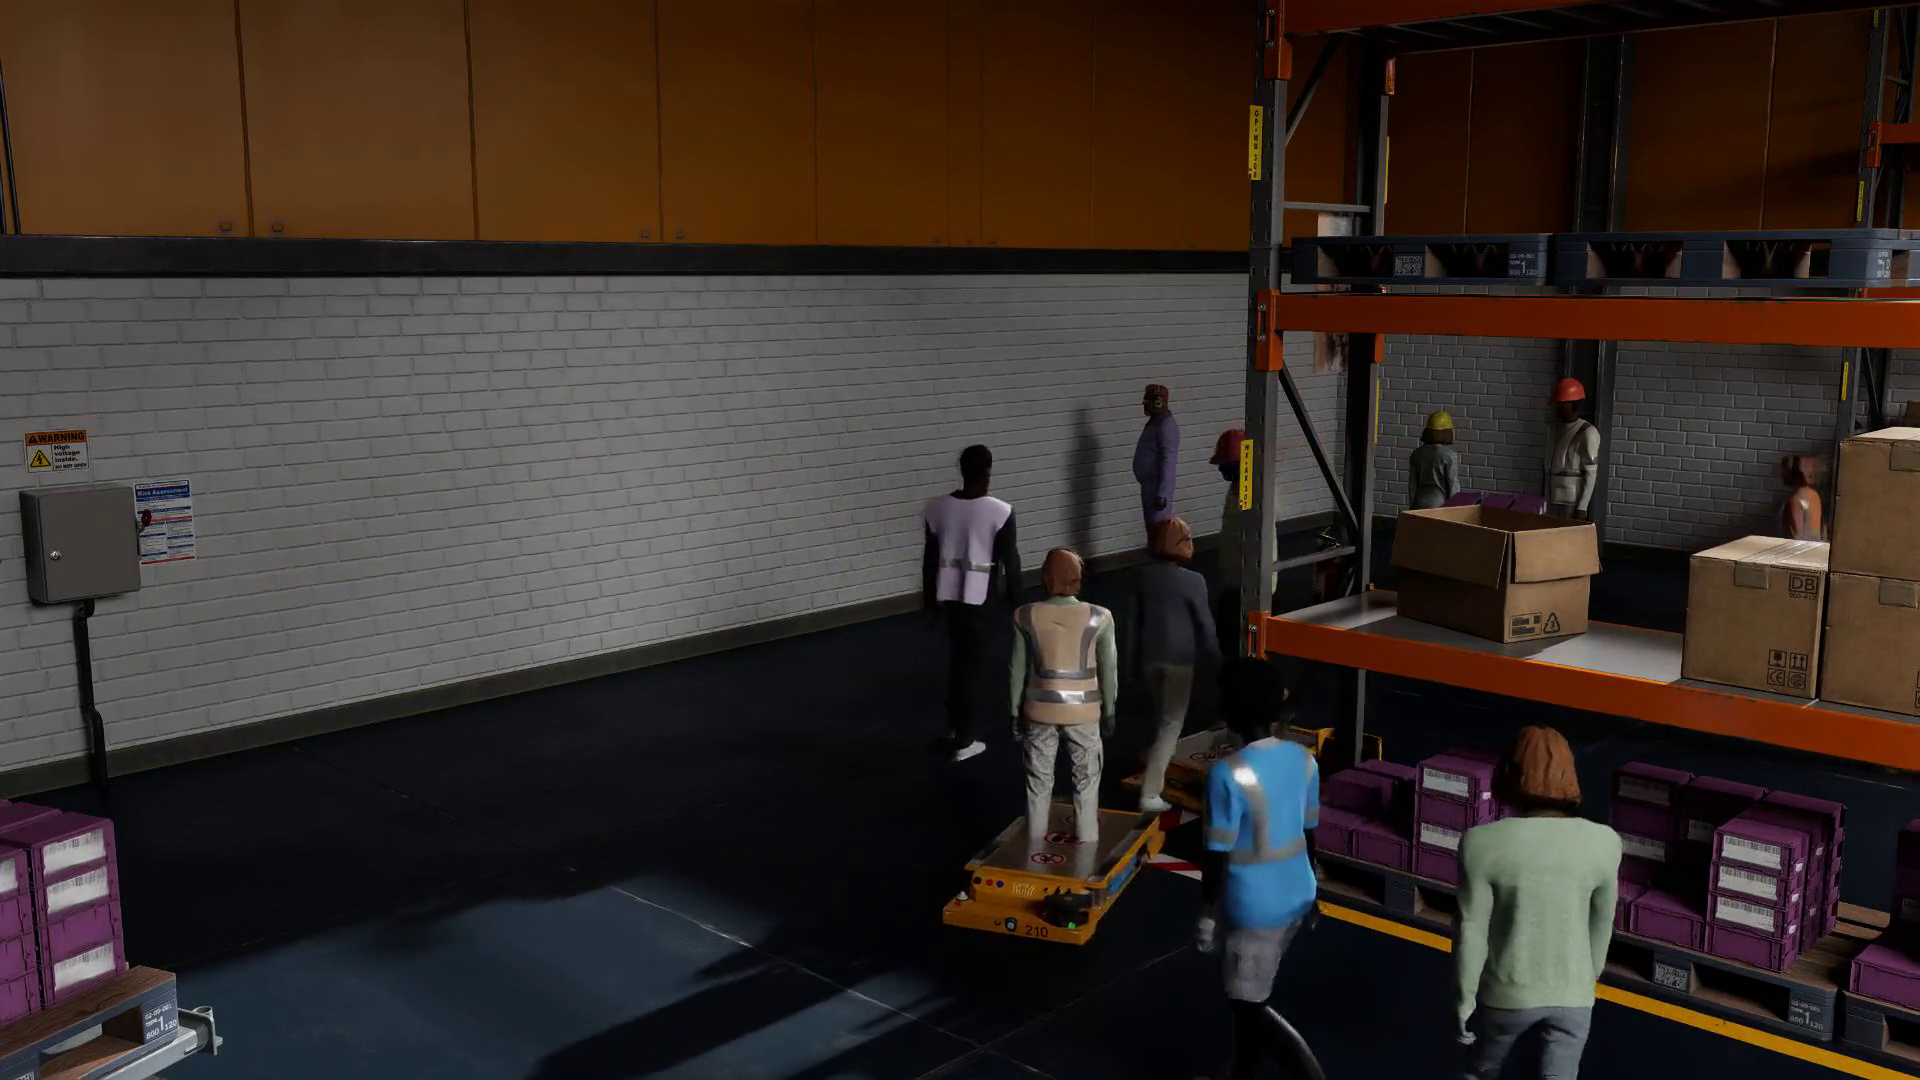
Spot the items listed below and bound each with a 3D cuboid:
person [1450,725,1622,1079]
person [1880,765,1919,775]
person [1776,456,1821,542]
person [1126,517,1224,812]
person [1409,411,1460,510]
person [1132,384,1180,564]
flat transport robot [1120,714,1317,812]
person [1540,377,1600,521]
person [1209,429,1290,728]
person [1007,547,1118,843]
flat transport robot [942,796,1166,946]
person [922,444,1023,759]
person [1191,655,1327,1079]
[{"bbox_3d":[1.688,1.347,4.965,0.500,1.615,0.528,0,9,3],"label":"person"},{"bbox_3d":[5.673,0.488,9.579,0.608,1.822,0.653,2,9,9],"label":"person"},{"bbox_3d":[6.154,0.169,12.273,0.514,1.586,0.886,-9,13,-43],"label":"person"},{"bbox_3d":[1.150,0.680,9.123,0.687,1.612,0.529,-9,13,-43],"label":"person"},{"bbox_3d":[4.073,-0.235,14.263,0.301,1.745,0.483,-7,12,-37],"label":"person"},{"bbox_3d":[1.777,-0.471,15.212,0.409,1.907,0.651,-1,9,-6],"label":"person"},{"bbox_3d":[1.626,1.265,9.569,0.652,0.197,1.431,9,13,44],"label":"flat transport robot"},{"bbox_3d":[5.100,-0.351,14.063,0.376,2.043,0.605,-3,10,-18],"label":"person"},{"bbox_3d":[1.797,0.272,10.466,0.530,1.964,0.633,-1,9,-9],"label":"person"},{"bbox_3d":[0.489,0.851,7.951,0.525,1.628,0.324,2,10,14],"label":"person"},{"bbox_3d":[0.486,1.535,7.914,0.652,0.197,1.431,4,10,21],"label":"flat transport robot"},{"bbox_3d":[0.097,0.367,10.108,0.598,1.896,0.593,5,11,30],"label":"person"},{"bbox_3d":[1.075,1.225,5.550,0.693,1.666,0.543,8,12,40],"label":"person"}]
